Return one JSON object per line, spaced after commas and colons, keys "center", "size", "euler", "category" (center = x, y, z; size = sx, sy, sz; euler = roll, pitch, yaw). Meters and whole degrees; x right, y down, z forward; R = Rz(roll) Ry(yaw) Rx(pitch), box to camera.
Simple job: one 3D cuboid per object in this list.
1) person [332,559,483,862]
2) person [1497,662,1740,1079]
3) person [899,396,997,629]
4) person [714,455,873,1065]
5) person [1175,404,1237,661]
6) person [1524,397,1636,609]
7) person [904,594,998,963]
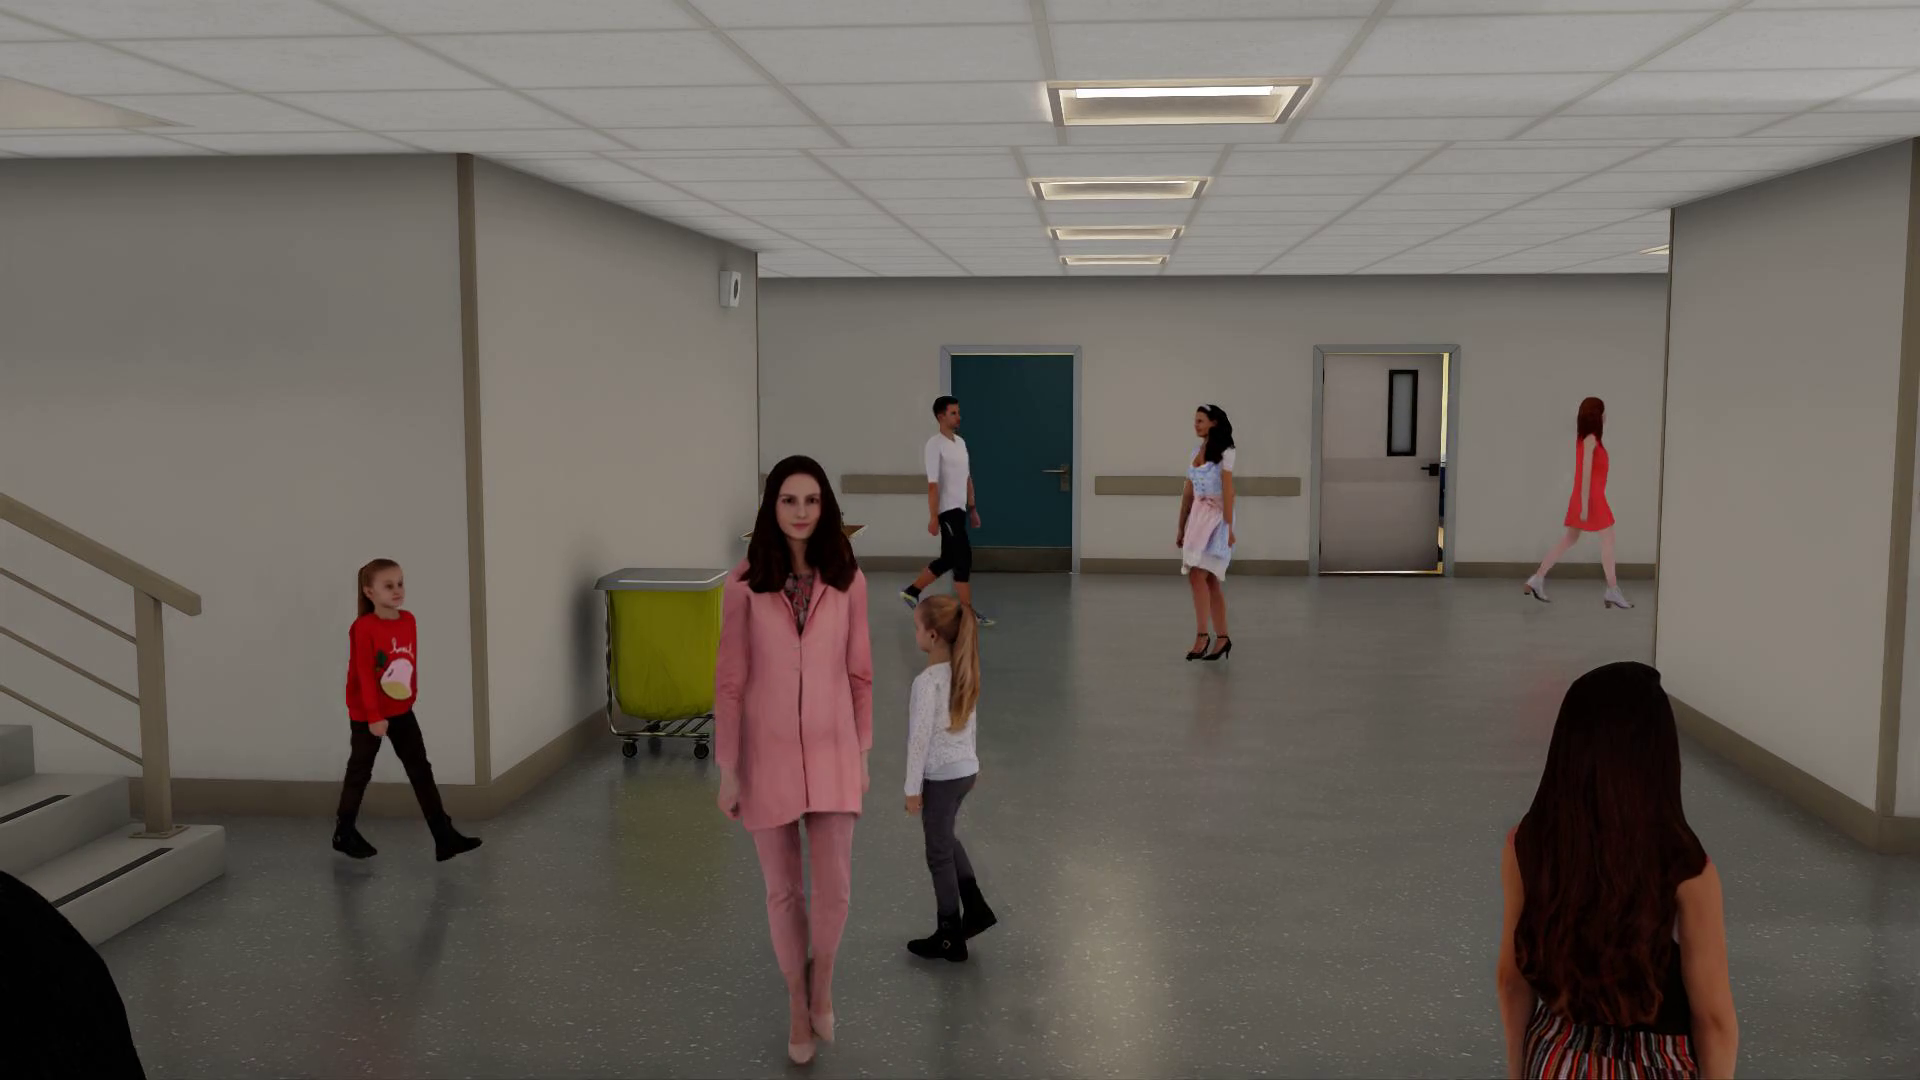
{"center": [-2.413, 0.725, 6.833], "size": [0.986, 1.244, 0.738], "euler": [3, 7, 28], "category": "person"}
{"center": [1.102, 0.968, 2.834], "size": [0.622, 1.563, 0.699], "euler": [5, 8, 42], "category": "person"}
{"center": [-0.141, -0.220, 13.307], "size": [1.244, 1.828, 0.939], "euler": [3, 6, 26], "category": "person"}
{"center": [-0.486, 0.644, 4.944], "size": [0.602, 1.785, 0.726], "euler": [-1, 6, -7], "category": "person"}
{"center": [1.820, -0.036, 11.618], "size": [0.957, 1.801, 0.879], "euler": [-3, 7, -29], "category": "person"}
{"center": [5.227, -0.282, 14.133], "size": [1.138, 1.787, 0.692], "euler": [1, 6, 12], "category": "person"}
{"center": [0.007, 0.823, 5.728], "size": [0.640, 1.271, 0.595], "euler": [3, 7, 31], "category": "person"}
